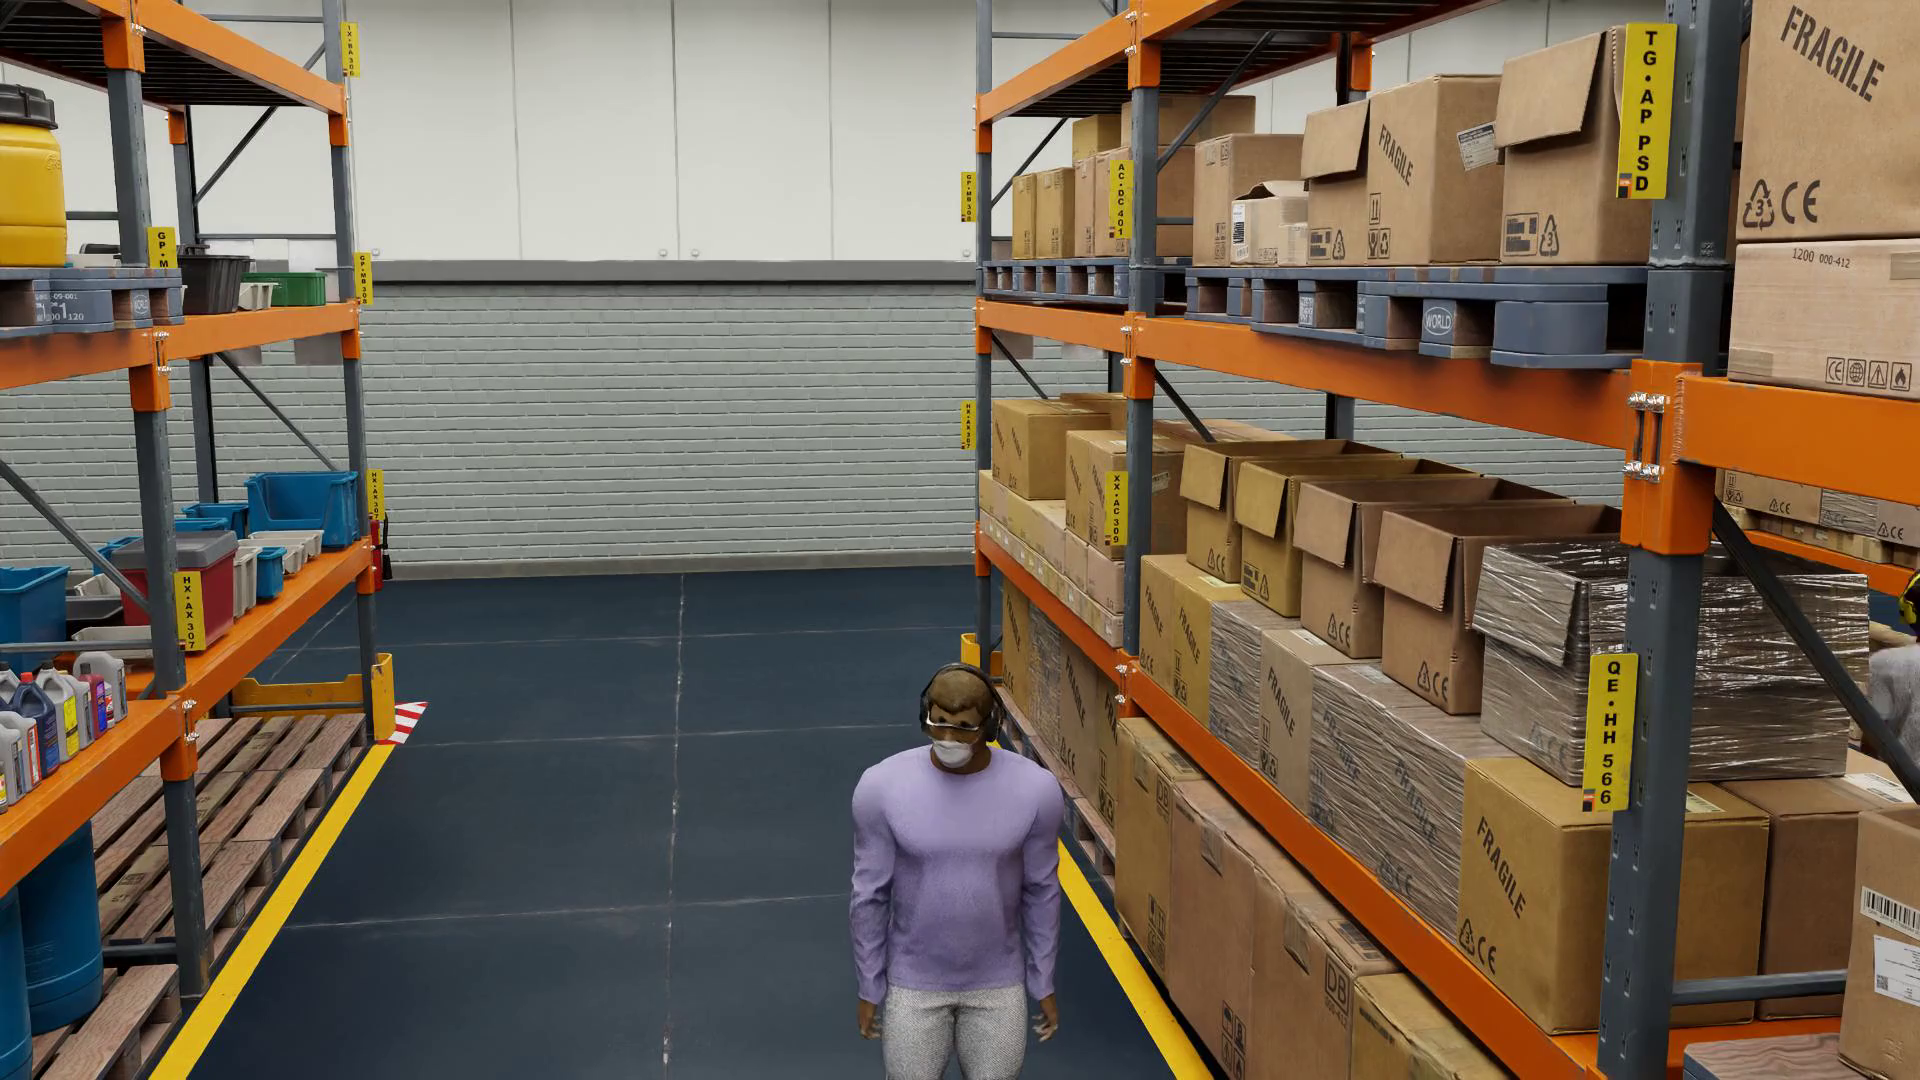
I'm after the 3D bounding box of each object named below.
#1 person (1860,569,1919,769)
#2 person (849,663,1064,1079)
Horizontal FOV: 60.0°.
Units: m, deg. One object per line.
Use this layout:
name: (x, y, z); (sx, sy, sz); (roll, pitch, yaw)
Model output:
person: (3.870, 1.039, 6.657); (0.535, 1.856, 0.625); (1, 9, 7)
person: (-0.008, 1.292, 4.855); (0.627, 1.935, 0.371); (-1, 9, -5)
